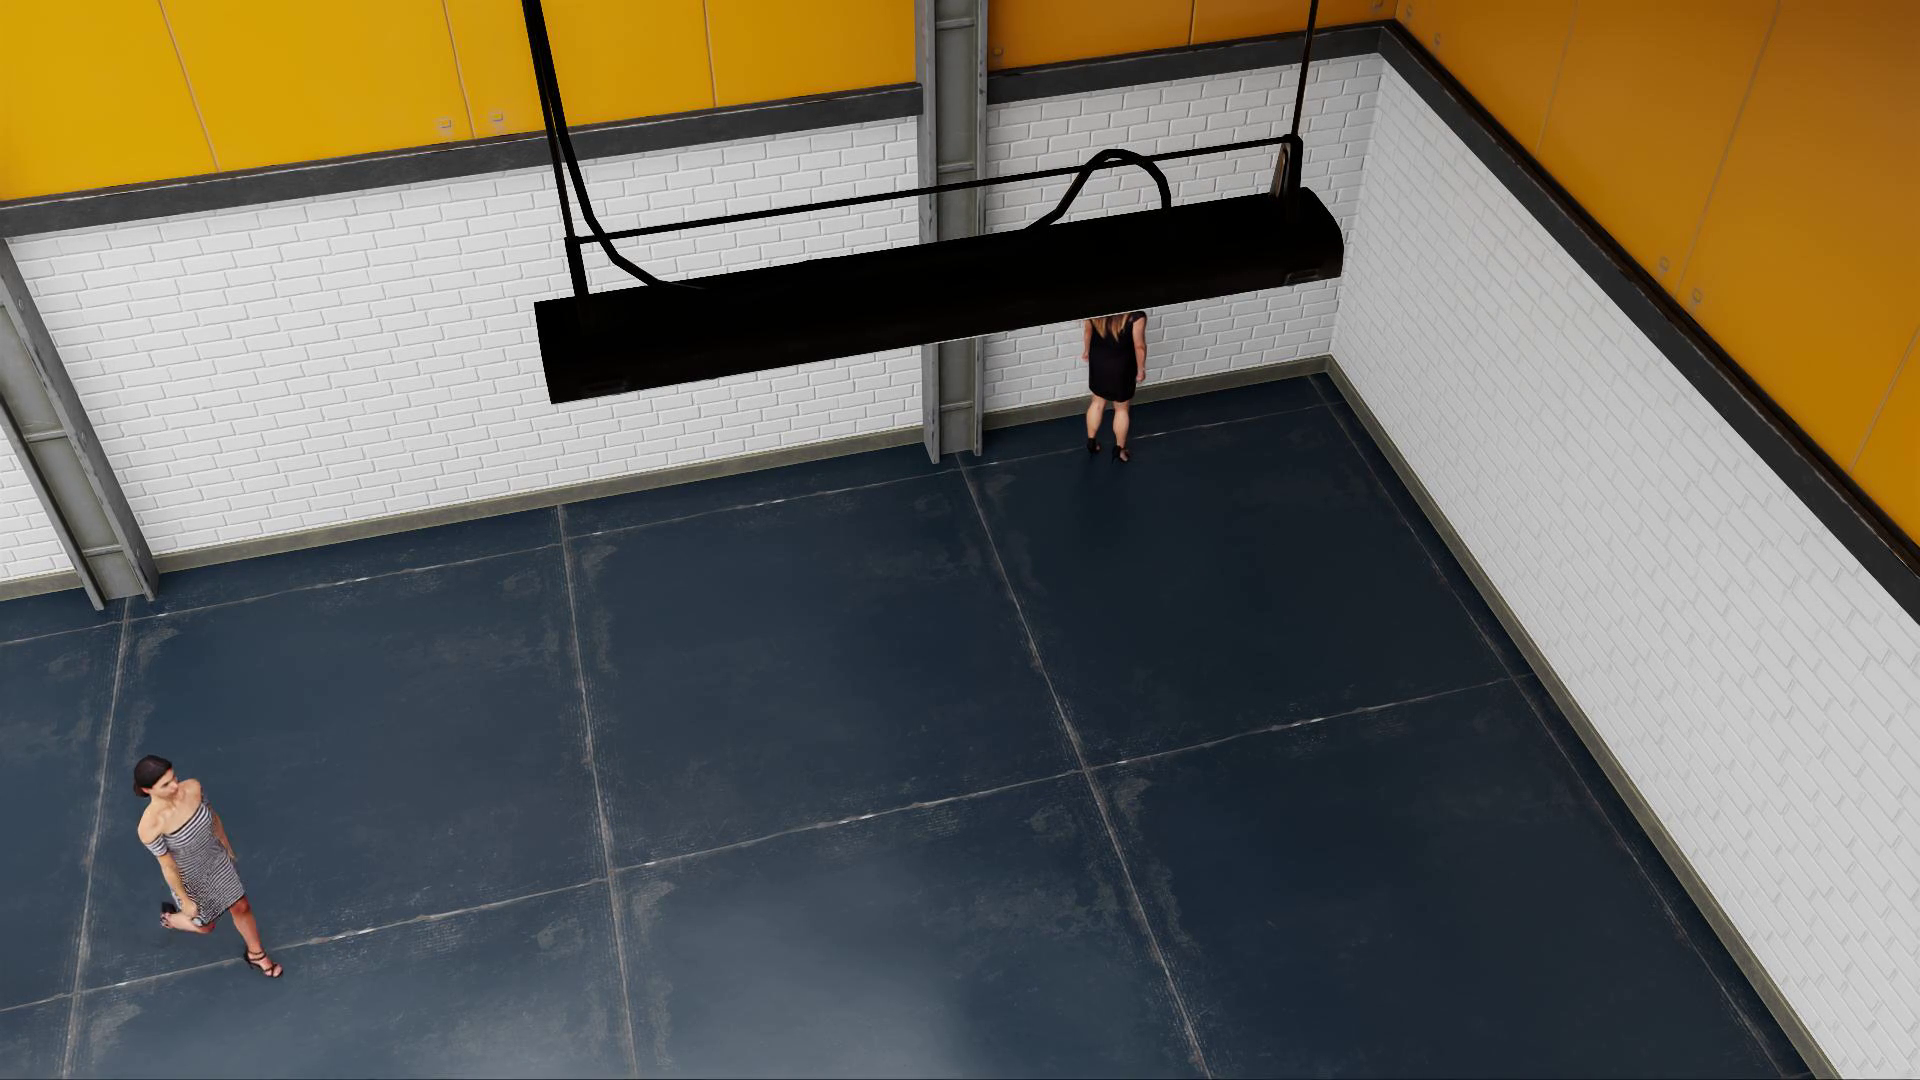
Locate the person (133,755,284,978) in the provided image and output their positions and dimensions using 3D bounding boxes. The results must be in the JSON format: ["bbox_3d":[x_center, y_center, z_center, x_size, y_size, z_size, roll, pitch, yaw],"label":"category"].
[{"bbox_3d":[-4.135,1.772,8.894,1.045,1.804,0.933,15,46,15],"label":"person"}]

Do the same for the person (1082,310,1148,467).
[{"bbox_3d":[1.117,-1.274,12.156,0.758,1.715,0.820,21,48,21],"label":"person"}]
